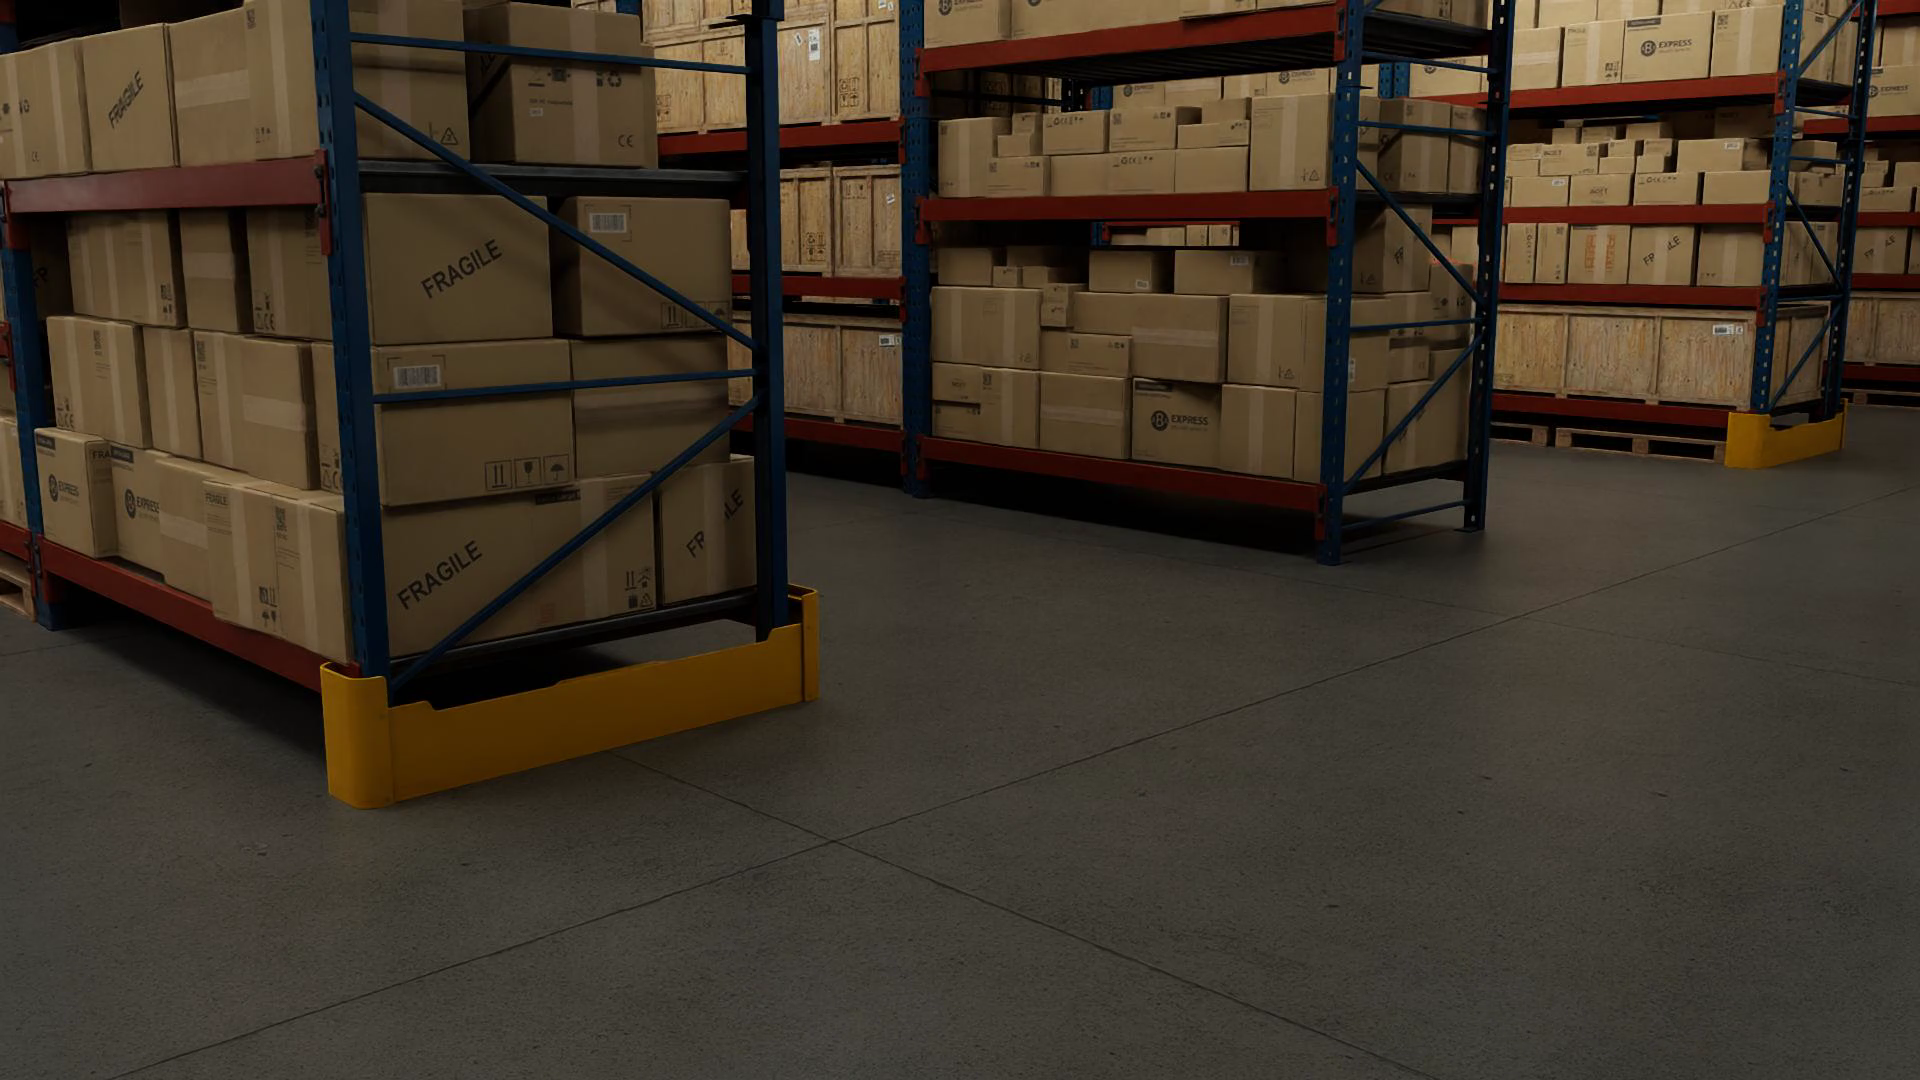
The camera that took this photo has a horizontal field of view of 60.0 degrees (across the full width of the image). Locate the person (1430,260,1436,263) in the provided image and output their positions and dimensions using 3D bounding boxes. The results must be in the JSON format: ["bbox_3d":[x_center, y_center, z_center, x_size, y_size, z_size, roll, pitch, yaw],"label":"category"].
[{"bbox_3d":[4.664,-1.841,16.619,0.977,1.890,0.558,10,15,44],"label":"person"}]
